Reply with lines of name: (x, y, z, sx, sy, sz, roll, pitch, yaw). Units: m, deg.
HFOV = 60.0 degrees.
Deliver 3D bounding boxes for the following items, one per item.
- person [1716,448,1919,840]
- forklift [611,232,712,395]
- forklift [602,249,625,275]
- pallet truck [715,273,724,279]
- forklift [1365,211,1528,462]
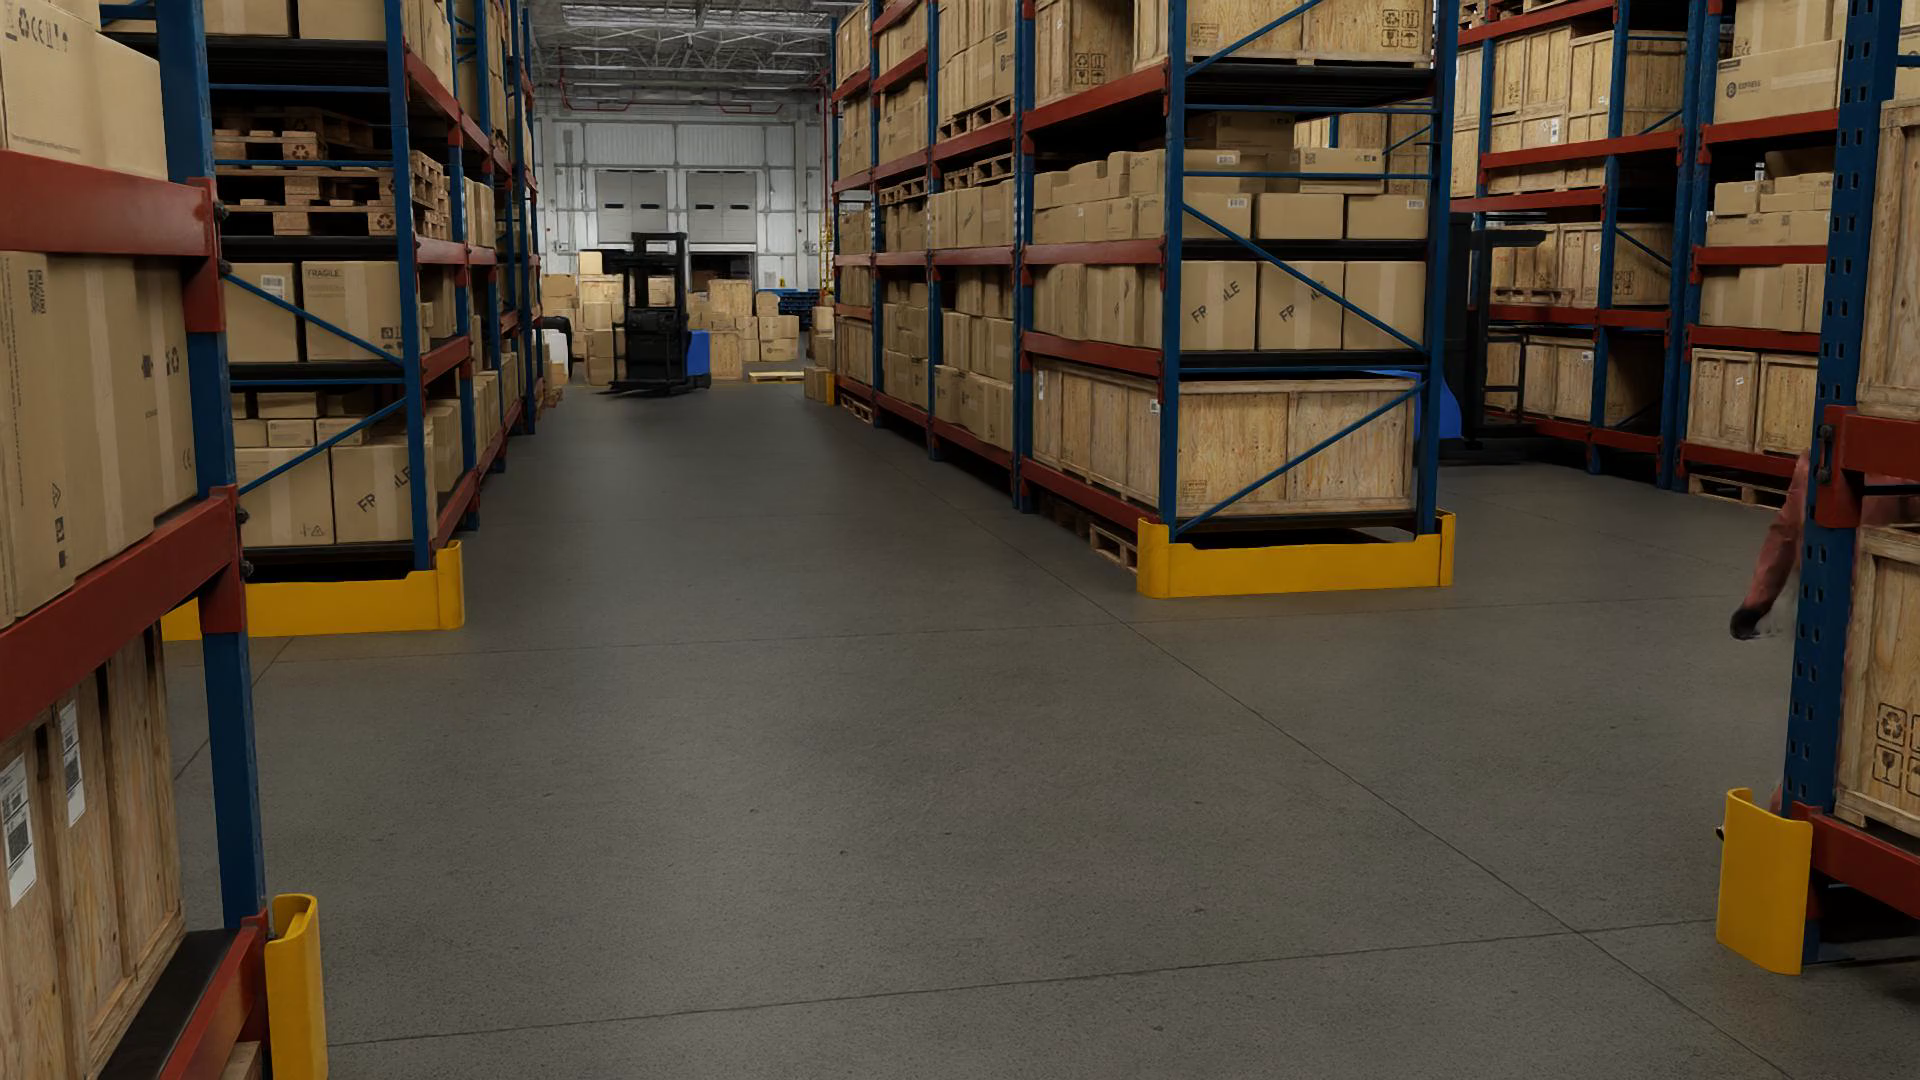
person: (3.256, 0.284, 6.209, 1.030, 1.848, 0.652, -2, 10, -13)
forklift: (-5.243, -4.010, 29.268, 1.129, 2.768, 1.873, 3, 10, 16)
forklift: (-11.455, -8.235, 55.018, 1.129, 2.768, 1.873, 8, 12, 40)
pallet truck: (-8.580, -8.986, 62.280, 1.885, 1.965, 0.823, 1, 9, 5)
forklift: (5.369, -2.304, 18.867, 1.873, 2.768, 1.129, -2, 10, -12)
